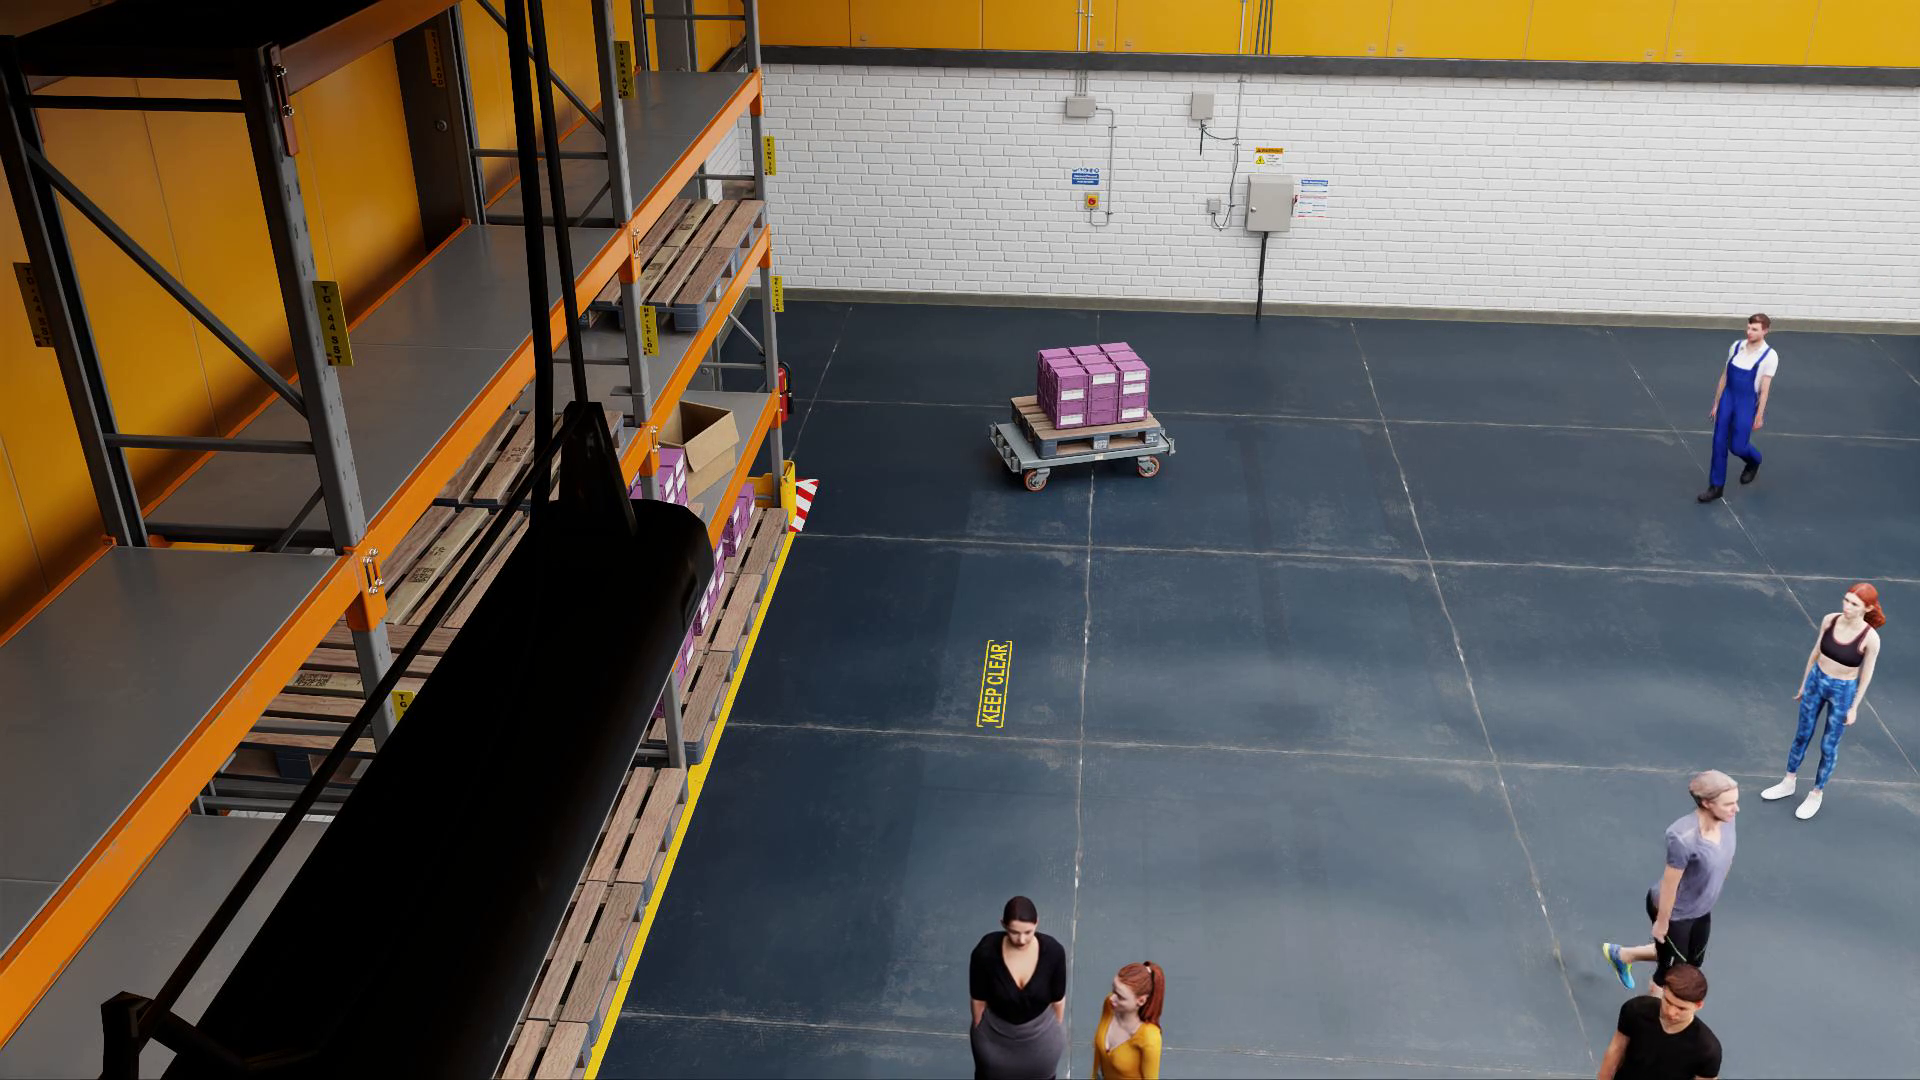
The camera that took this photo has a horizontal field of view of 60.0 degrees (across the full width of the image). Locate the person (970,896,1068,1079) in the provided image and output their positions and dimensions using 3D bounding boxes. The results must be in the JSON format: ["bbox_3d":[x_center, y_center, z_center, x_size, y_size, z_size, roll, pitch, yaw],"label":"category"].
[{"bbox_3d":[0.294,2.511,8.597,0.690,1.754,0.656,-1,29,-2],"label":"person"}]

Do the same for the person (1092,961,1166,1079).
[{"bbox_3d":[0.815,2.745,8.170,0.740,1.750,0.660,-16,32,-27],"label":"person"}]

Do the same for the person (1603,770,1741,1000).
[{"bbox_3d":[3.983,2.031,9.354,0.993,1.870,1.085,-18,33,-29],"label":"person"}]

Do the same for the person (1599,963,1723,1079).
[{"bbox_3d":[3.338,2.756,8.037,0.797,1.859,0.746,-23,36,-36],"label":"person"}]

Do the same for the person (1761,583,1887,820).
[{"bbox_3d":[5.865,1.067,11.211,0.739,1.784,0.668,-16,33,-27],"label":"person"}]

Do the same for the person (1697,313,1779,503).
[{"bbox_3d":[7.261,-1.240,15.389,1.014,1.833,1.001,-17,33,-28],"label":"person"}]
